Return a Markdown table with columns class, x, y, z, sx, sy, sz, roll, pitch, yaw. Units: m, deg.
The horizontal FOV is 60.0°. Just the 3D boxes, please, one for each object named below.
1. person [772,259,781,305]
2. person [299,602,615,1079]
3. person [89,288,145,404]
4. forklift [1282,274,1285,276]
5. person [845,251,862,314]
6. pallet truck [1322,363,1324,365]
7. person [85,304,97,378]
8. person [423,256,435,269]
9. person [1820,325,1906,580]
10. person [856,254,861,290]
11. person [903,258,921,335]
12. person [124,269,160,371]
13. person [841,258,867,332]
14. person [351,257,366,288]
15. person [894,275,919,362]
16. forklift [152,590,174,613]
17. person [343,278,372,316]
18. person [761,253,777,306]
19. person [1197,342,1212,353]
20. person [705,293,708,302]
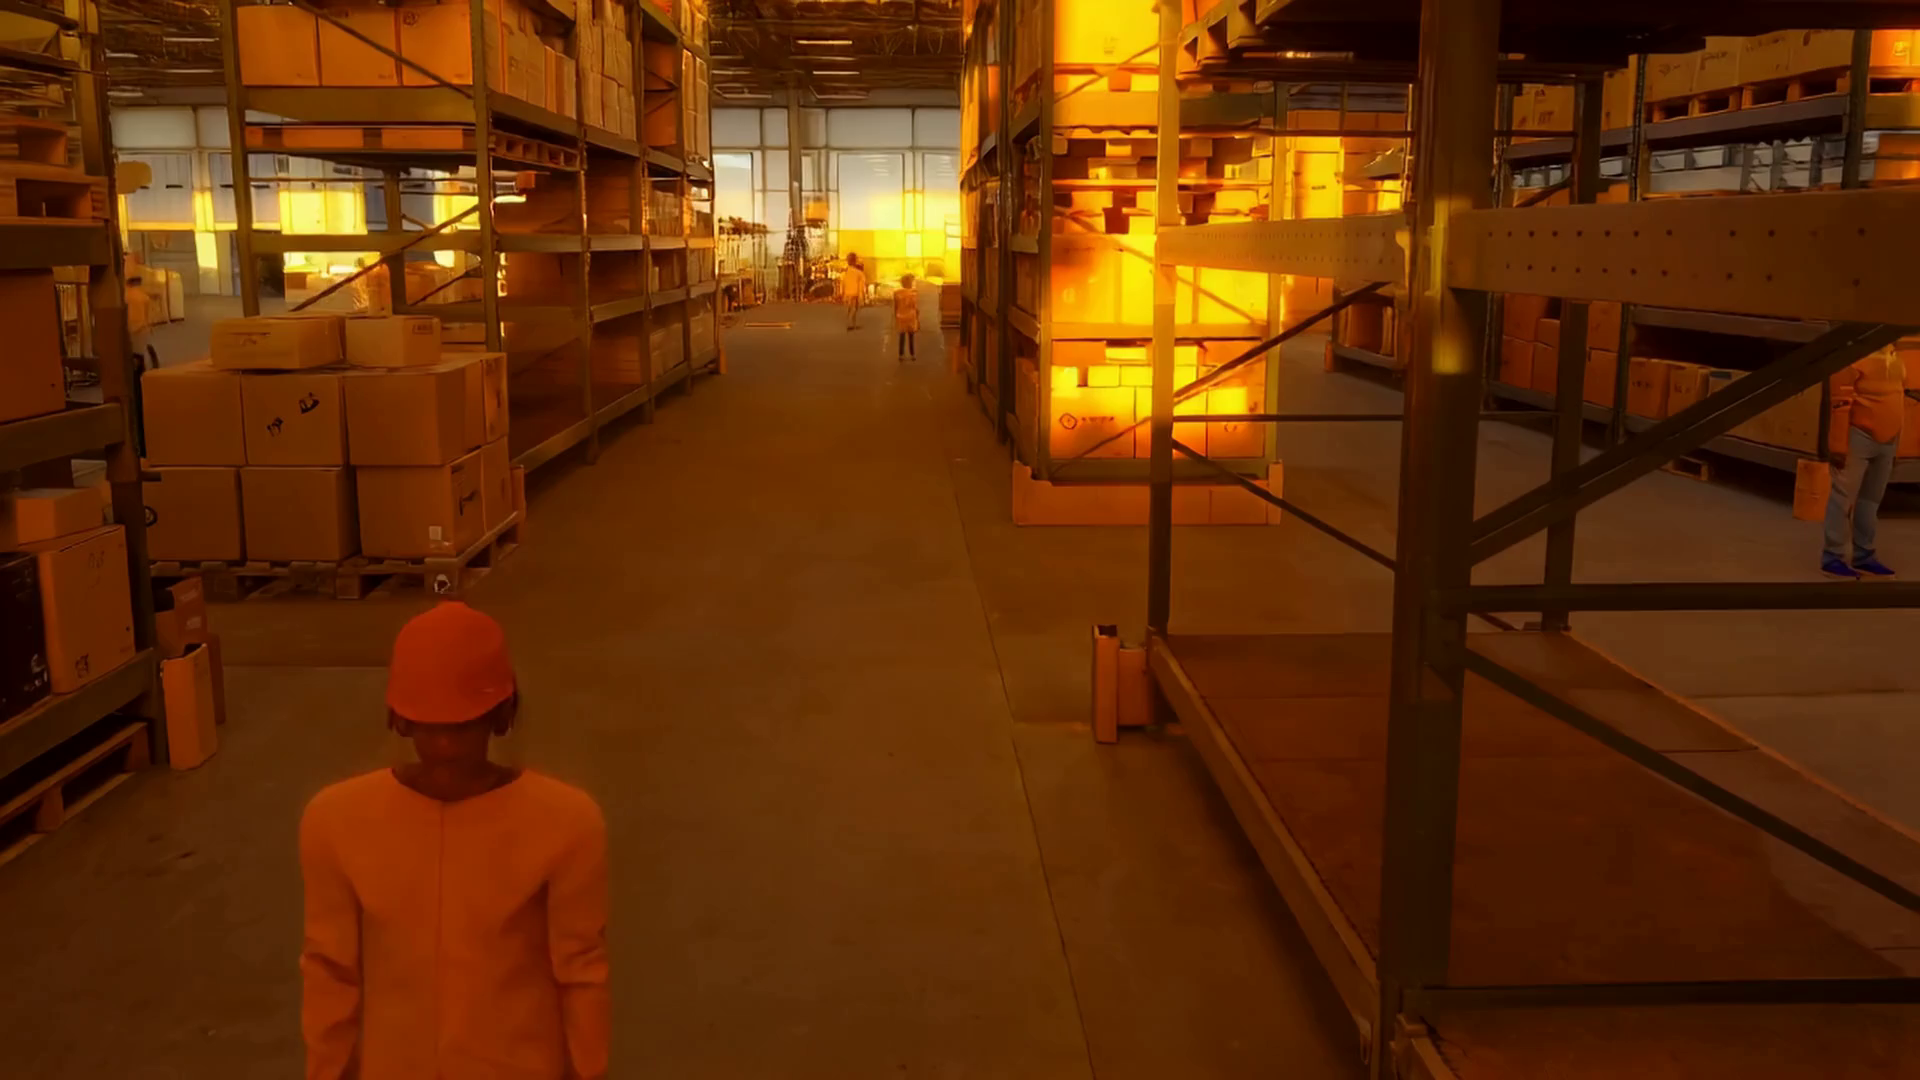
| class | x | y | z | sx | sy | sz | roll | pitch | yaw |
| --- | --- | --- | --- | --- | --- | --- | --- | --- | --- |
| person | -6.853 | -9.534 | 61.521 | 0.316 | 1.699 | 0.540 | 6 | 12 | 32 |
| person | -0.879 | 0.946 | 2.987 | 0.540 | 1.751 | 0.530 | -1 | 10 | -6 |
| person | -11.695 | -2.720 | 23.008 | 0.548 | 1.908 | 0.828 | 1 | 10 | 8 |
| forklift | 12.182 | -10.594 | 64.138 | 1.129 | 2.768 | 1.873 | 0 | 10 | -2 |
| person | -3.521 | -8.352 | 53.986 | 0.537 | 2.000 | 0.682 | 6 | 12 | 29 |
| pallet truck | 7.712 | -4.157 | 30.737 | 1.885 | 1.965 | 0.823 | 3 | 11 | 16 |
| person | -14.345 | -3.413 | 27.658 | 0.550 | 1.608 | 0.515 | 4 | 11 | 22 |
| person | -18.799 | -9.105 | 58.793 | 0.452 | 1.826 | 0.621 | 1 | 10 | 8 |
| person | 6.341 | -0.672 | 11.611 | 0.642 | 1.900 | 0.400 | -4 | 11 | -23 |
| person | -3.909 | -9.822 | 62.534 | 0.695 | 1.904 | 0.628 | -8 | 13 | -38 |
| person | -1.230 | -6.070 | 41.621 | 0.477 | 1.924 | 0.646 | 4 | 11 | 21 |
| person | -14.205 | -3.738 | 28.753 | 0.984 | 1.885 | 0.553 | 8 | 13 | 37 |
| person | -2.732 | -6.440 | 43.716 | 0.659 | 1.896 | 0.961 | 5 | 11 | 25 |
| person | -20.010 | -8.499 | 55.362 | 0.817 | 1.843 | 0.526 | 9 | 14 | 41 |
| person | -1.039 | -4.325 | 32.519 | 0.532 | 1.696 | 0.318 | 5 | 11 | 24 |
| forklift | -5.858 | -0.811 | 9.639 | 1.873 | 2.768 | 1.129 | -1 | 10 | -3 |
| person | -12.169 | -4.493 | 33.703 | 0.543 | 1.588 | 0.845 | -9 | 14 | -42 |
| person | -6.997 | -9.580 | 61.130 | 0.371 | 1.934 | 0.627 | 10 | 14 | 44 |
| person | 4.883 | -4.862 | 34.752 | 0.924 | 1.952 | 0.625 | -6 | 12 | -29 |
| person | -9.124 | -9.233 | 59.221 | 0.594 | 1.922 | 0.384 | 3 | 10 | 14 |
